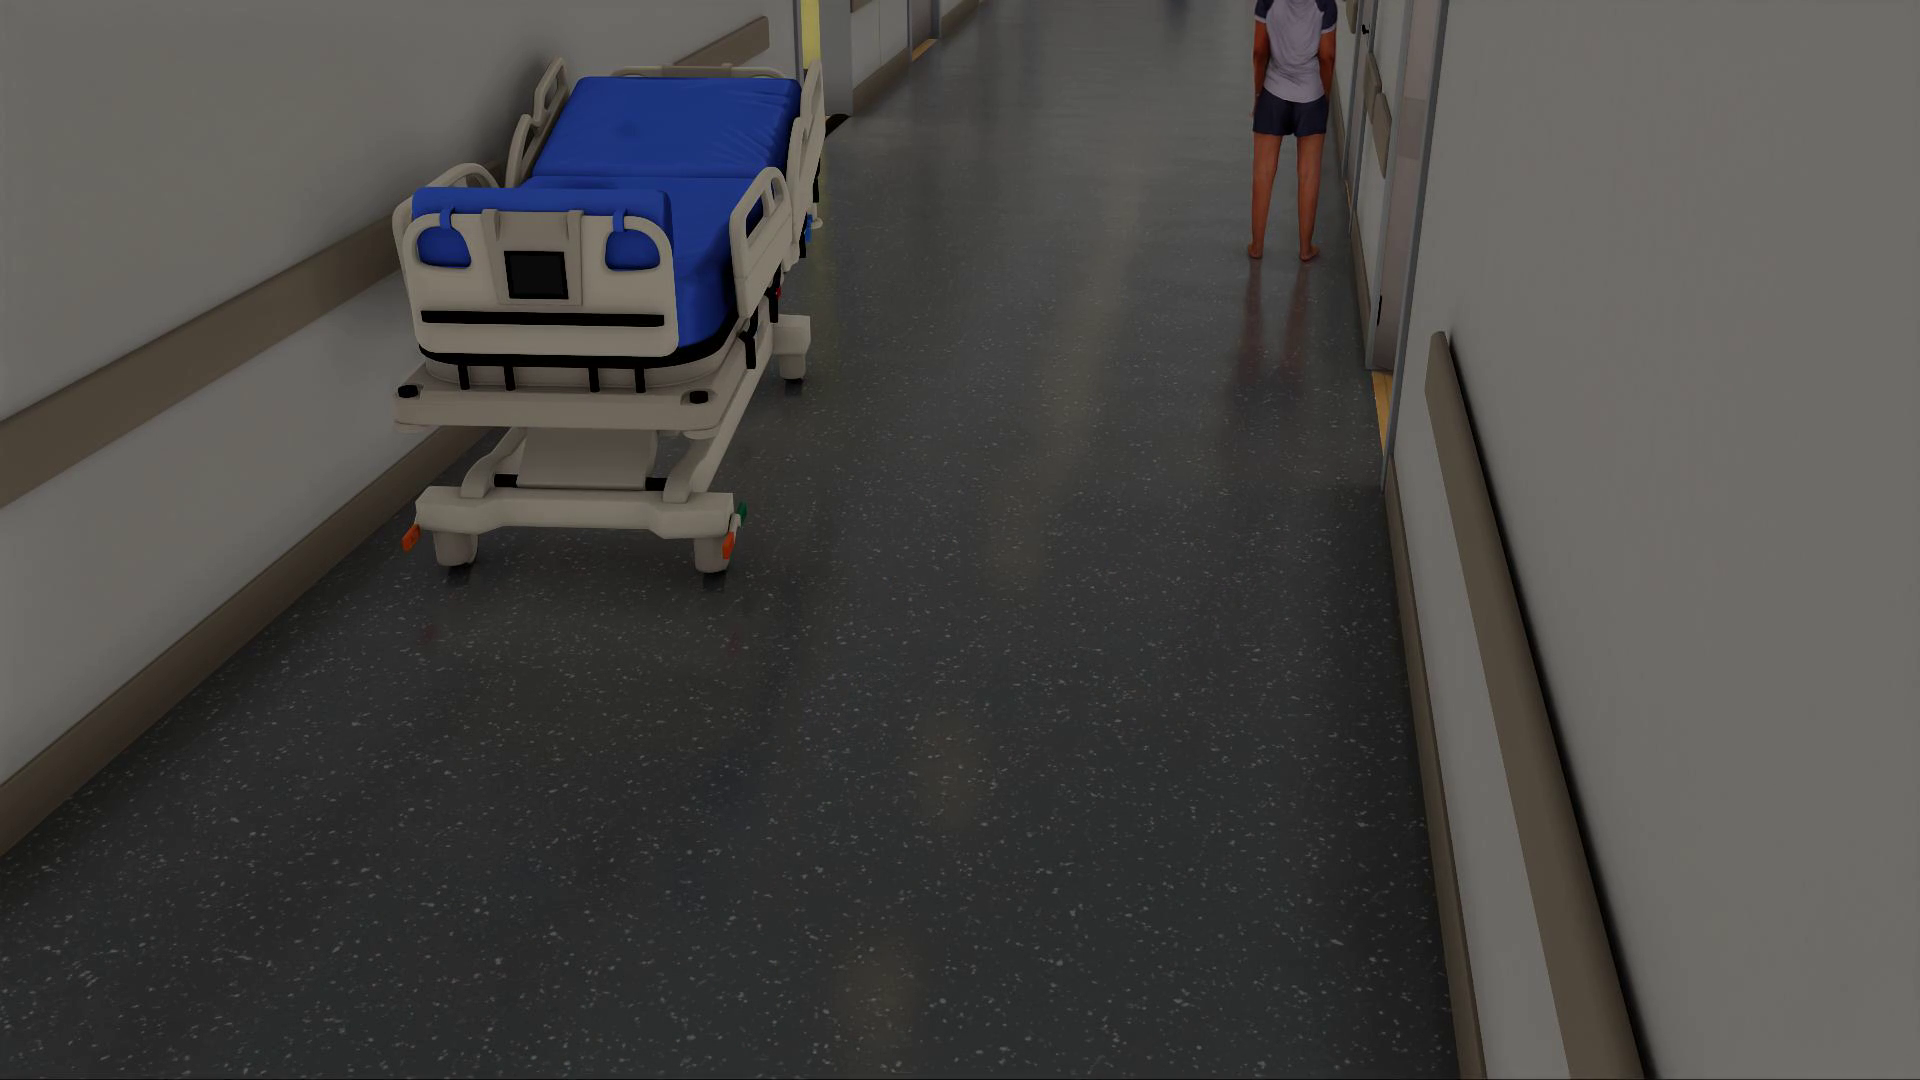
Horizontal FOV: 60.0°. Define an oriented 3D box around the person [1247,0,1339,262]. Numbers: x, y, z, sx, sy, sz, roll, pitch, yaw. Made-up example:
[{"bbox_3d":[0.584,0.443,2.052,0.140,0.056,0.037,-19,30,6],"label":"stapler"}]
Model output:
[{"bbox_3d":[1.693,-2.239,8.475,0.495,1.625,0.652,6,26,13],"label":"person"}]
